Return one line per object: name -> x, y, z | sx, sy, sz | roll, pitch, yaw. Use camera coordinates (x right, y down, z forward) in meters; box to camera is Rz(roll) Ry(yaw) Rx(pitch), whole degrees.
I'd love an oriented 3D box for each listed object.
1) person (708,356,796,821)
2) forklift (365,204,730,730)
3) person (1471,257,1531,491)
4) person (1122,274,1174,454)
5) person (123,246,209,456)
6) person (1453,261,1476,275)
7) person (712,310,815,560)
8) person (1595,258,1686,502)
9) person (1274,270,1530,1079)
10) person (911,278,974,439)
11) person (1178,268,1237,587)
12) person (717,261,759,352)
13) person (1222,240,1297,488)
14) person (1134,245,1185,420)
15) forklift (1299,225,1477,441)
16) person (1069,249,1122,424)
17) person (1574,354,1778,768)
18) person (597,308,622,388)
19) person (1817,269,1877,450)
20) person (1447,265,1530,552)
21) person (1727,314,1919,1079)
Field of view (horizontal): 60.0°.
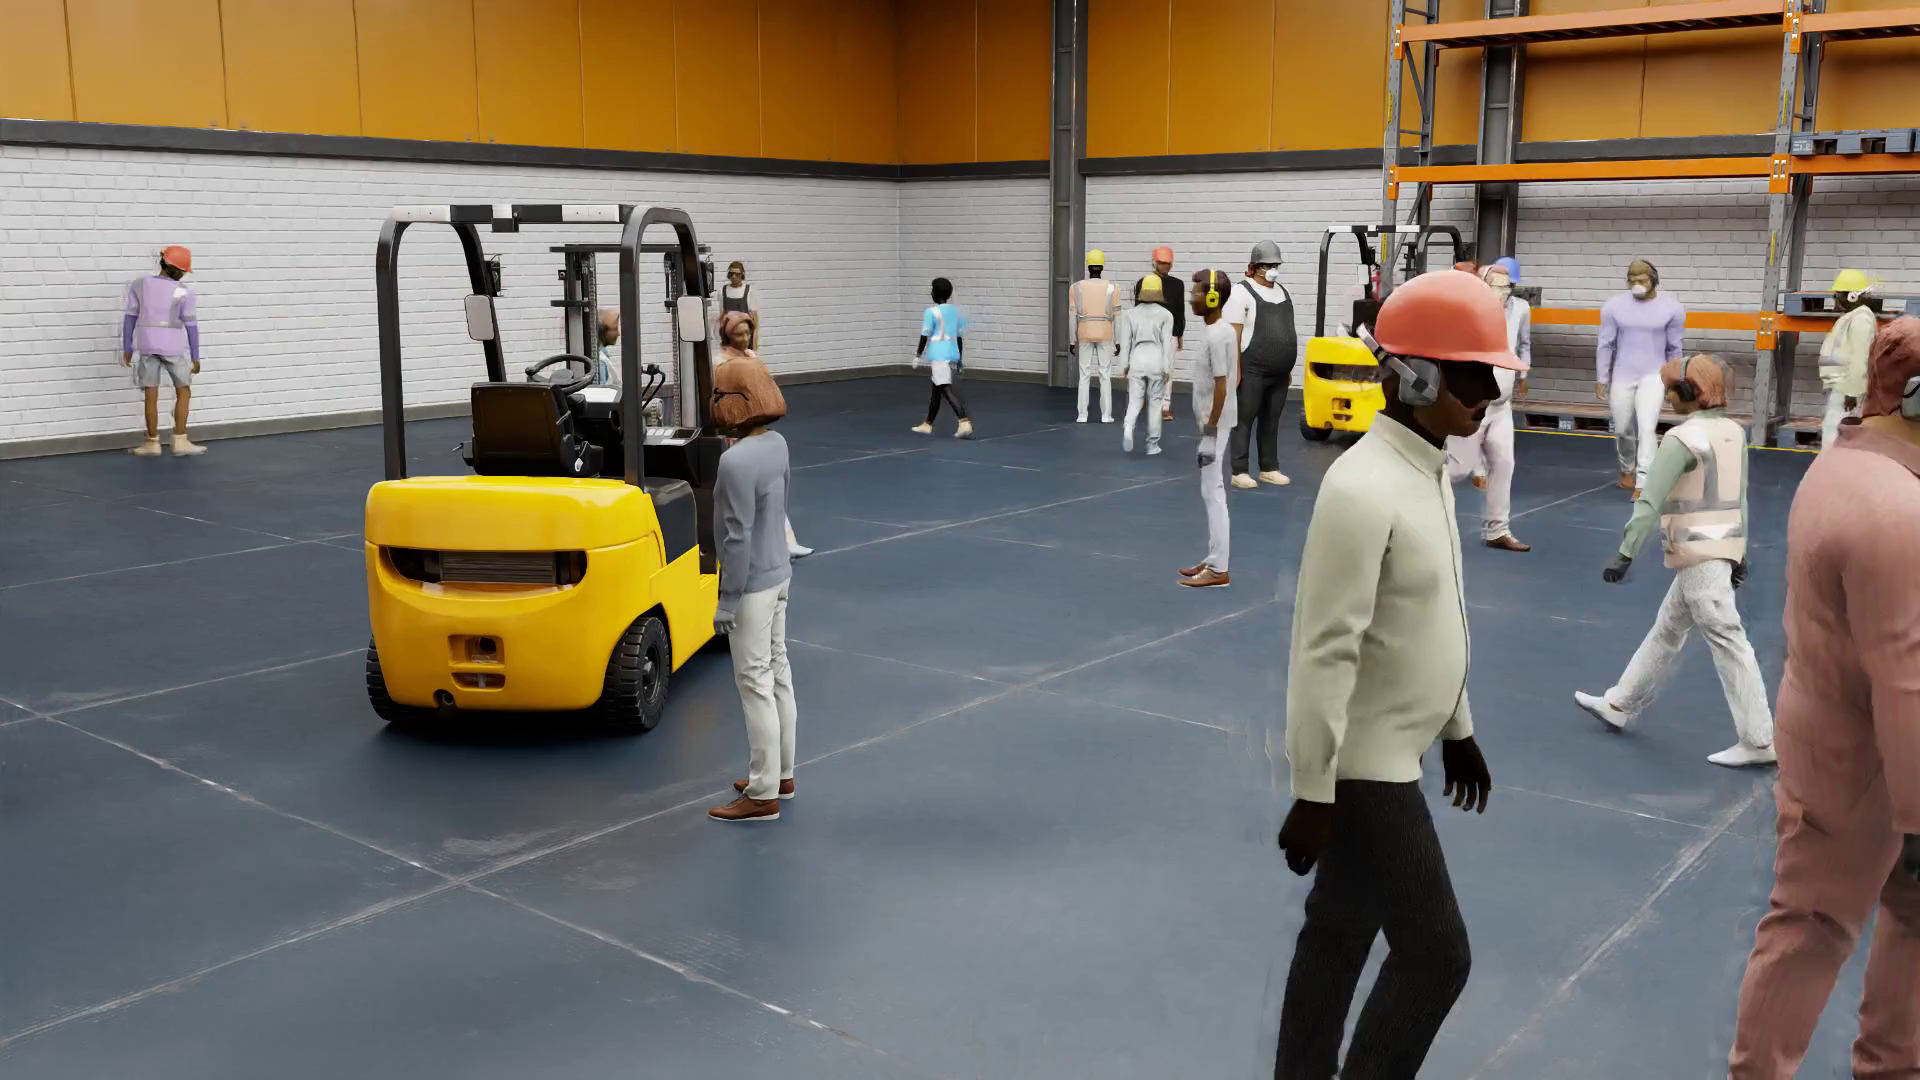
person -> -0.738, 0.173, 5.866 | 0.286, 1.635, 0.497 | 2, 10, 11
forklift -> -1.766, -0.406, 7.525 | 1.214, 2.155, 2.313 | 1, 10, 7
person -> 4.329, -1.373, 13.720 | 0.640, 1.906, 0.810 | -3, 11, -15
person -> 1.749, -1.640, 15.669 | 0.497, 1.723, 0.618 | 4, 11, 22
person -> -7.555, -1.773, 15.710 | 0.740, 1.989, 0.388 | -1, 10, -7
person -> 4.625, -1.656, 15.445 | 1.002, 1.827, 0.594 | -1, 10, -4
person -> -1.287, -0.612, 10.301 | 0.783, 1.595, 0.544 | 4, 11, 22
person -> 5.400, -1.280, 13.204 | 0.629, 1.896, 0.899 | 7, 12, 32
person -> 0.910, 0.445, 3.416 | 0.600, 1.968, 0.631 | 4, 11, 22
person -> -0.152, -1.875, 17.172 | 0.882, 1.656, 0.544 | 7, 13, 35
person -> 1.464, -0.652, 9.783 | 0.327, 1.867, 0.561 | 2, 10, 8
person -> -2.679, -2.493, 20.233 | 0.515, 1.791, 1.013 | 1, 10, 5
person -> 2.523, -1.450, 13.733 | 0.688, 2.000, 0.539 | -7, 12, -34
person -> 2.255, -2.362, 18.958 | 0.634, 1.978, 0.667 | -3, 11, -16
forklift -> 4.449, -2.115, 16.993 | 1.214, 2.155, 2.313 | 8, 13, 38
person -> 1.499, -2.246, 18.460 | 0.591, 1.927, 0.366 | 1, 10, 6
person -> 2.865, 0.069, 6.558 | 0.534, 1.577, 0.890 | -9, 14, -42
person -> -2.237, -0.629, 10.348 | 0.390, 1.622, 0.512 | -4, 11, -20
person -> 7.076, -1.232, 13.164 | 0.613, 1.816, 0.598 | 4, 11, 19
person -> 3.395, -0.882, 11.031 | 0.640, 1.877, 0.805 | -7, 12, -35
person -> 2.005, 0.473, 3.488 | 0.702, 1.883, 0.672 | 5, 11, 25
